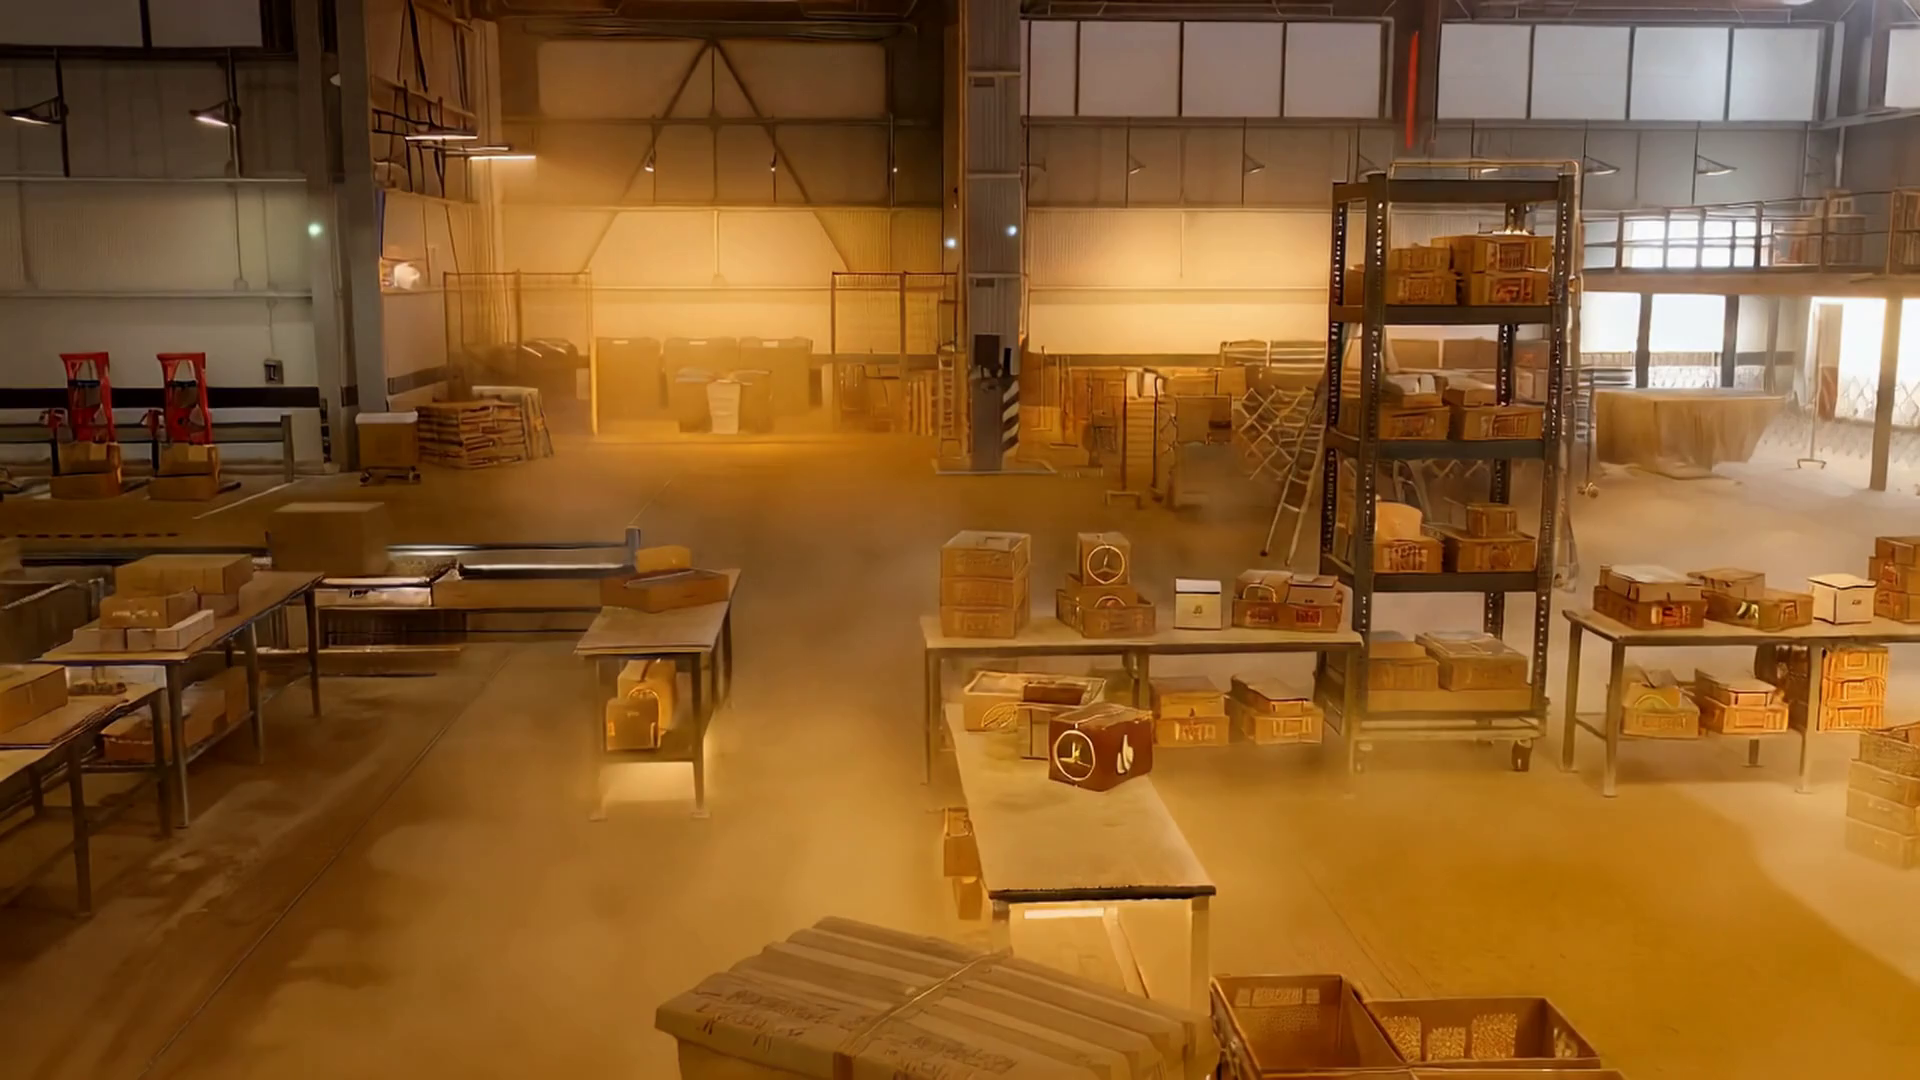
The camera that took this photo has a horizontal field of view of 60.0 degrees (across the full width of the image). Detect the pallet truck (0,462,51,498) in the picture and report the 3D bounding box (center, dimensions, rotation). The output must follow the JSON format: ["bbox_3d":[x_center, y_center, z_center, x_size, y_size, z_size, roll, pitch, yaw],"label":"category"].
[{"bbox_3d":[-13.193,-1.293,23.148,0.653,1.274,1.630,-1,9,-4],"label":"pallet truck"}]

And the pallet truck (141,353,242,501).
[{"bbox_3d":[-10.520,-1.604,22.925,0.823,1.965,1.885,-1,9,-6],"label":"pallet truck"}]

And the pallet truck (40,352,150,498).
[{"bbox_3d":[-11.907,-1.642,23.165,0.823,1.965,1.885,0,9,0],"label":"pallet truck"}]
